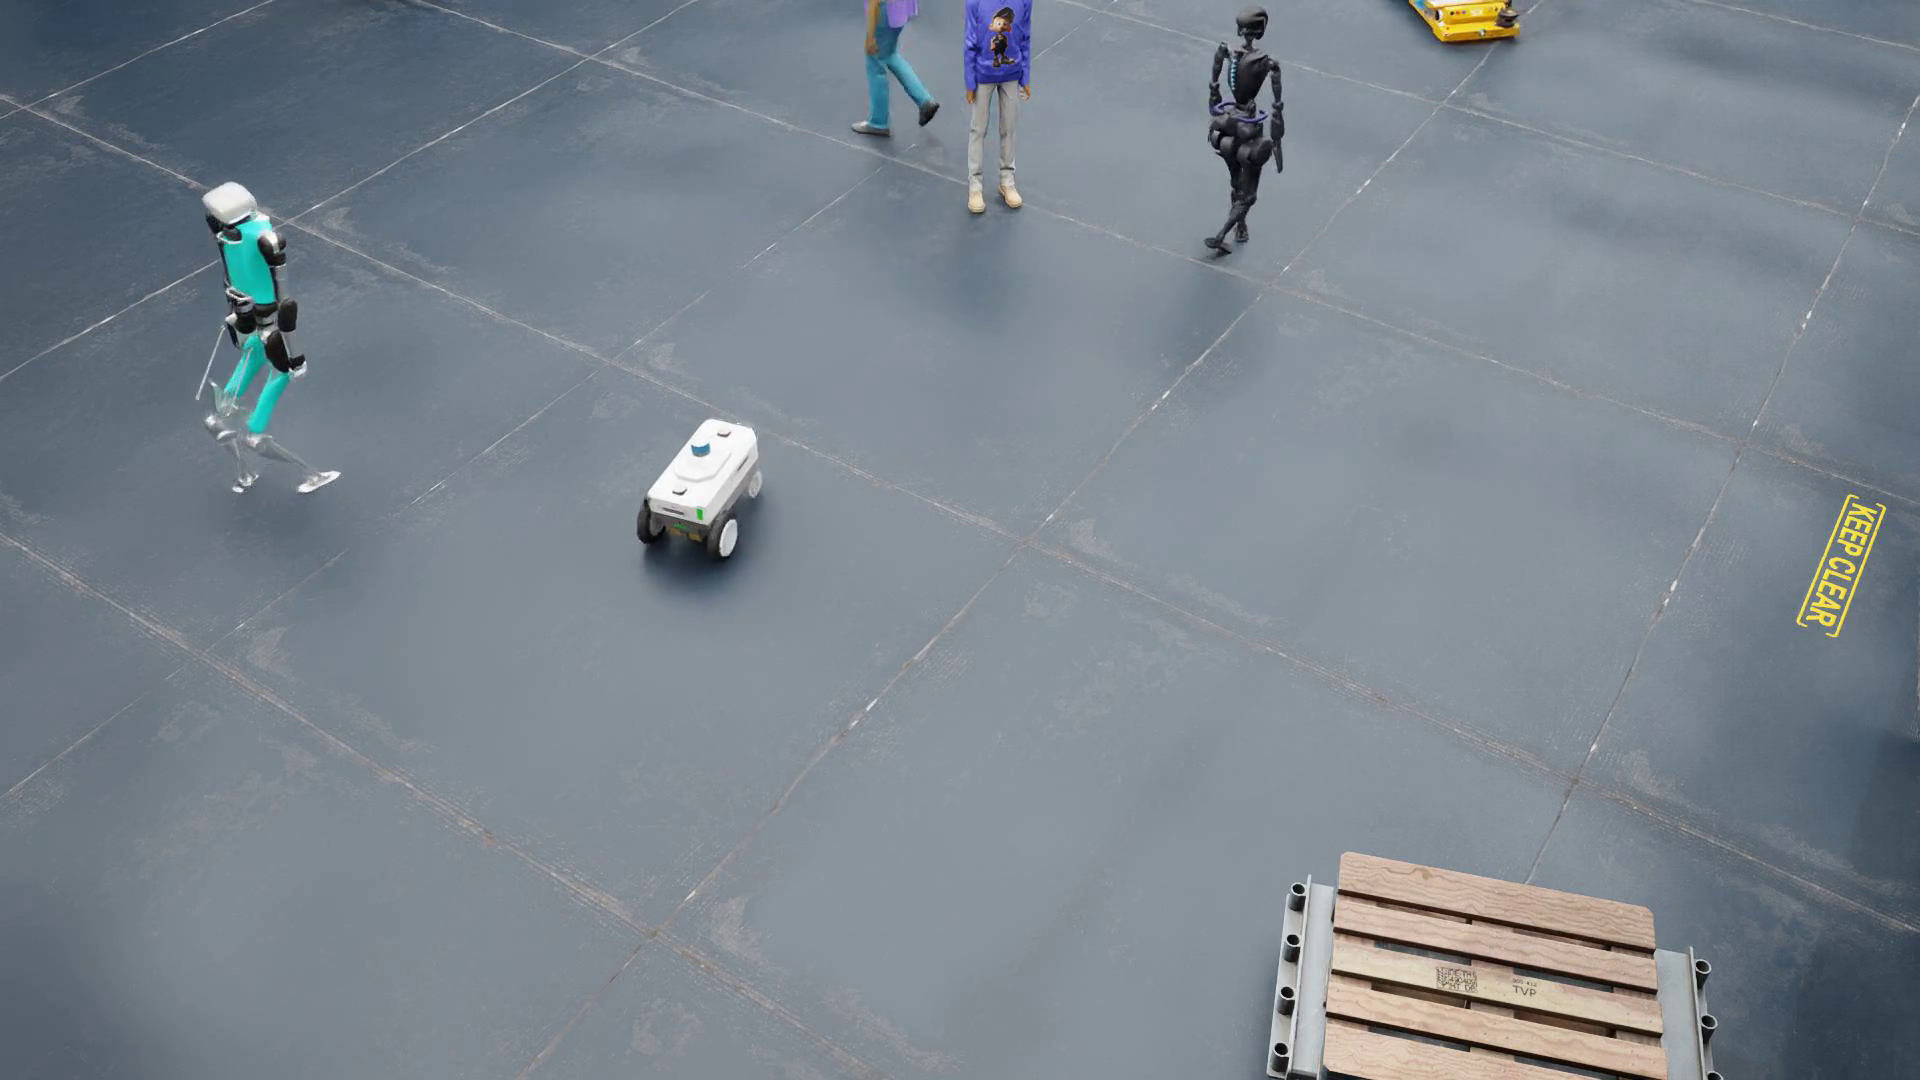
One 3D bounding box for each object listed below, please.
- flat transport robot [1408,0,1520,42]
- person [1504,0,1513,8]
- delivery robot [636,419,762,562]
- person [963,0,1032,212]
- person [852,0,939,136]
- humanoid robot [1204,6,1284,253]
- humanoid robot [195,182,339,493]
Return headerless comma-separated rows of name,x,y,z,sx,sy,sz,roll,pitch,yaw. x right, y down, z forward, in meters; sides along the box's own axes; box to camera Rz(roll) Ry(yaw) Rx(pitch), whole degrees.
flat transport robot,4.074,-4.567,13.890,0.659,0.231,1.431,-7,42,-8
person,4.486,-5.141,13.279,0.418,1.940,0.551,1,42,2
delivery robot,-1.370,-0.280,8.893,0.499,0.614,0.815,14,44,15
person,0.250,-3.068,11.011,0.459,1.874,0.345,-9,43,-10
person,-0.493,-3.670,11.715,0.551,1.825,0.593,15,44,16
humanoid robot,1.803,-2.605,10.653,0.492,1.643,0.615,-33,51,-31
humanoid robot,-3.795,-0.935,8.741,0.531,1.796,0.797,26,48,26
